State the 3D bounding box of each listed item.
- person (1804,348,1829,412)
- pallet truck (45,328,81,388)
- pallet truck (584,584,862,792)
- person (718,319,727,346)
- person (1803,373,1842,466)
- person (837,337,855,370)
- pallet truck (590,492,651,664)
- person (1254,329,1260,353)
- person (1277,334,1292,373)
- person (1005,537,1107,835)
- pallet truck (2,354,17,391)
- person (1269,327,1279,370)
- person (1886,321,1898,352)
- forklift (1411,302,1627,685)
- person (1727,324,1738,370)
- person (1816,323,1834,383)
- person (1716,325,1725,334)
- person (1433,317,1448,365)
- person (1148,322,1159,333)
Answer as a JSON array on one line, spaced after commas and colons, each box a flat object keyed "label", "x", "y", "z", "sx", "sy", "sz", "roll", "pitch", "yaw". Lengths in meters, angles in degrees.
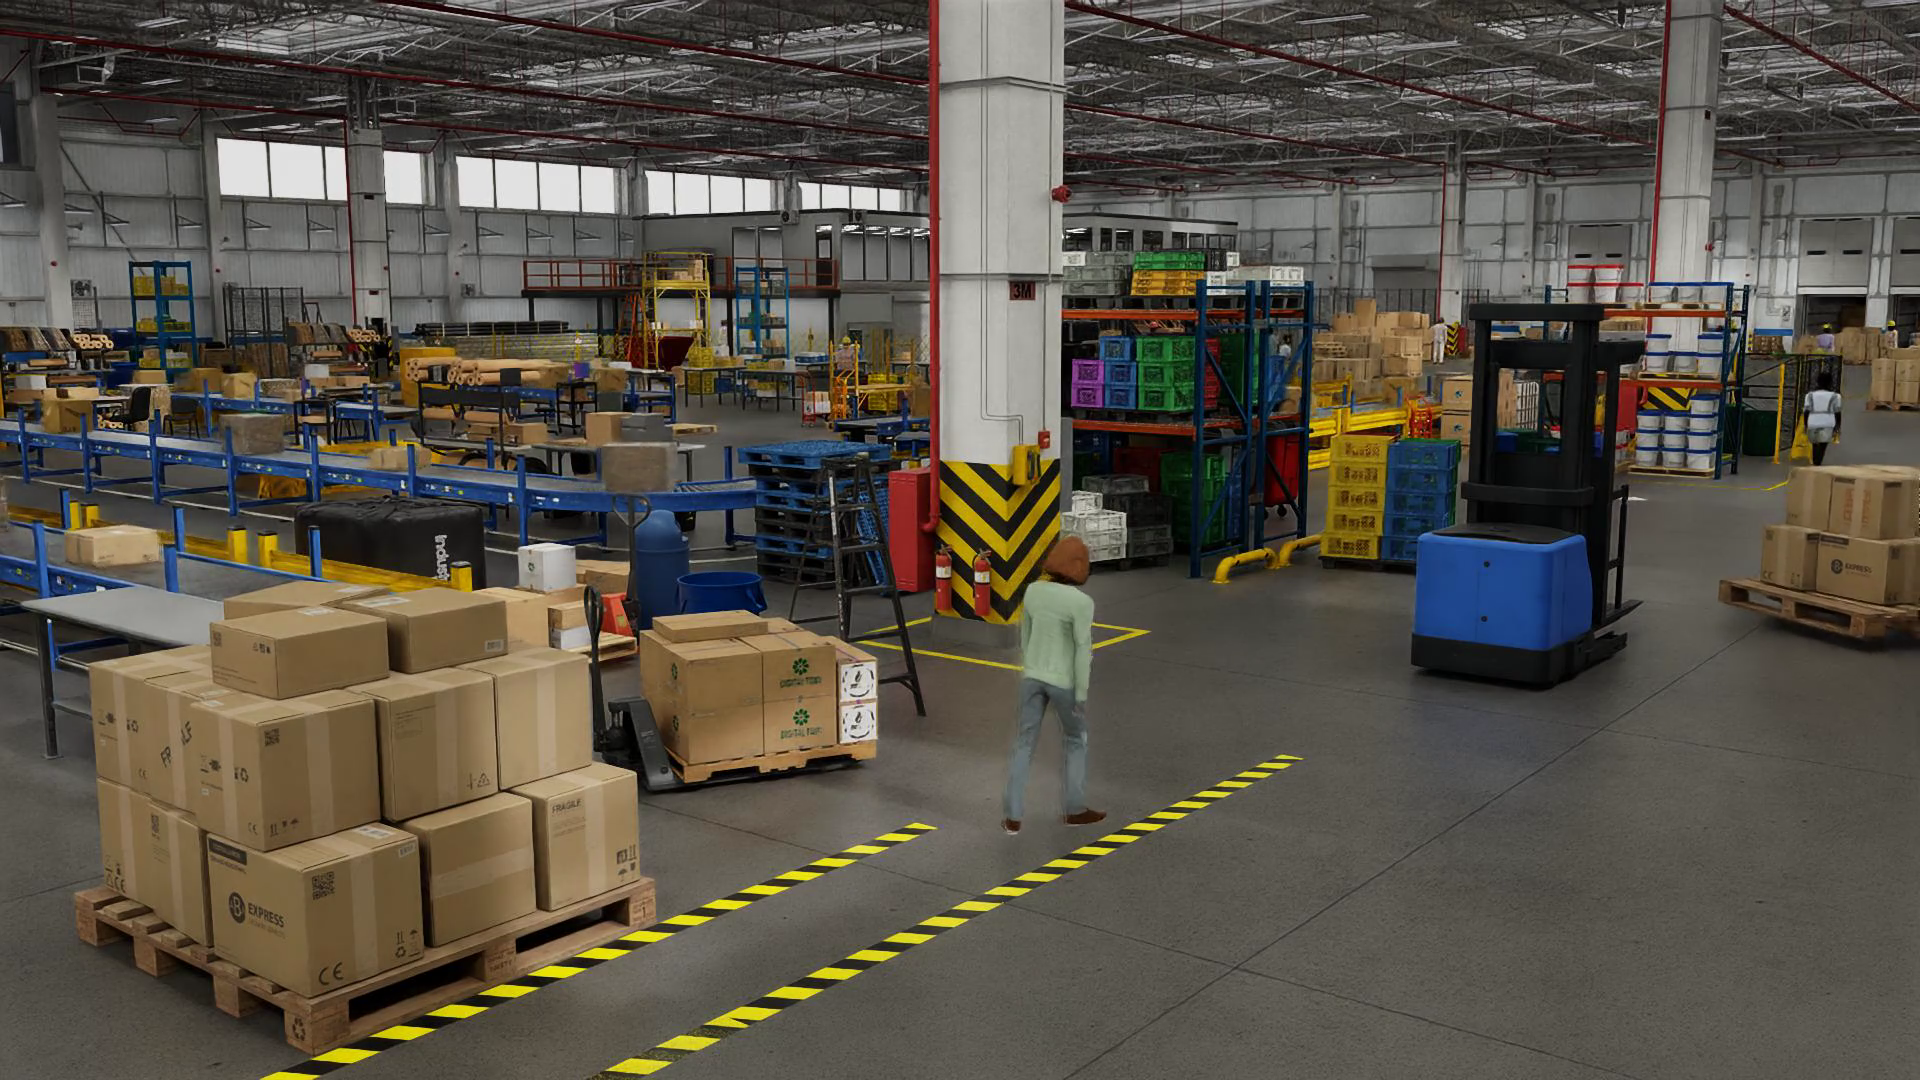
[{"label": "person", "x": 17.313, "y": -2.966, "z": 33.522, "sx": 0.600, "sy": 1.804, "sz": 0.822, "roll": -2, "pitch": 9, "yaw": -12}, {"label": "pallet truck", "x": -23.775, "y": -4.544, "z": 43.495, "sx": 1.885, "sy": 1.965, "sz": 0.823, "roll": 6, "pitch": 10, "yaw": 35}, {"label": "pallet truck", "x": -1.426, "y": 0.805, "z": 10.019, "sx": 1.601, "sy": 1.201, "sz": 0.680, "roll": -4, "pitch": 9, "yaw": -26}, {"label": "person", "x": -9.549, "y": -8.047, "z": 67.600, "sx": 0.885, "sy": 1.855, "sz": 0.586, "roll": 5, "pitch": 10, "yaw": 32}, {"label": "person", "x": 13.543, "y": -1.801, "z": 26.158, "sx": 0.531, "sy": 1.665, "sz": 0.868, "roll": 7, "pitch": 11, "yaw": 39}, {"label": "person", "x": -2.948, "y": -4.400, "z": 43.290, "sx": 0.529, "sy": 1.772, "sz": 0.299, "roll": 3, "pitch": 9, "yaw": 20}, {"label": "pallet truck", "x": -3.115, "y": 0.344, "z": 12.883, "sx": 0.653, "sy": 1.274, "sz": 1.630, "roll": 7, "pitch": 11, "yaw": 37}, {"label": "person", "x": 12.383, "y": -8.250, "z": 69.105, "sx": 0.634, "sy": 1.820, "sz": 0.799, "roll": 4, "pitch": 9, "yaw": 24}, {"label": "person", "x": 8.576, "y": -4.442, "z": 43.315, "sx": 0.717, "sy": 1.842, "sz": 0.517, "roll": -1, "pitch": 9, "yaw": -8}, {"label": "person", "x": 0.489, "y": 0.783, "z": 8.954, "sx": 0.517, "sy": 1.594, "sz": 0.585, "roll": 7, "pitch": 11, "yaw": 41}, {"label": "pallet truck", "x": -24.881, "y": -4.417, "z": 42.634, "sx": 1.885, "sy": 1.965, "sz": 0.823, "roll": 8, "pitch": 11, "yaw": 41}, {"label": "person", "x": 10.117, "y": -6.033, "z": 54.181, "sx": 0.742, "sy": 1.819, "sz": 0.544, "roll": 0, "pitch": 8, "yaw": -2}, {"label": "person", "x": 33.229, "y": -6.856, "z": 59.361, "sx": 0.402, "sy": 1.919, "sz": 0.587, "roll": 1, "pitch": 9, "yaw": 7}, {"label": "forklift", "x": 4.379, "y": -0.438, "z": 12.852, "sx": 1.129, "sy": 2.768, "sz": 1.873, "roll": 7, "pitch": 11, "yaw": 37}, {"label": "person", "x": 29.004, "y": -7.235, "z": 62.490, "sx": 0.493, "sy": 1.740, "sz": 0.325, "roll": -2, "pitch": 9, "yaw": -13}, {"label": "person", "x": 28.043, "y": -6.047, "z": 53.859, "sx": 0.382, "sy": 1.924, "sz": 0.594, "roll": -4, "pitch": 9, "yaw": -25}, {"label": "person", "x": 26.257, "y": -6.554, "z": 57.654, "sx": 0.815, "sy": 1.820, "sz": 0.623, "roll": 0, "pitch": 8, "yaw": -1}, {"label": "person", "x": 19.474, "y": -8.067, "z": 67.492, "sx": 0.623, "sy": 1.932, "sz": 0.373, "roll": 7, "pitch": 11, "yaw": 38}, {"label": "person", "x": 5.836, "y": -5.560, "z": 50.187, "sx": 0.374, "sy": 2.044, "sz": 0.605, "roll": 5, "pitch": 10, "yaw": 30}]
